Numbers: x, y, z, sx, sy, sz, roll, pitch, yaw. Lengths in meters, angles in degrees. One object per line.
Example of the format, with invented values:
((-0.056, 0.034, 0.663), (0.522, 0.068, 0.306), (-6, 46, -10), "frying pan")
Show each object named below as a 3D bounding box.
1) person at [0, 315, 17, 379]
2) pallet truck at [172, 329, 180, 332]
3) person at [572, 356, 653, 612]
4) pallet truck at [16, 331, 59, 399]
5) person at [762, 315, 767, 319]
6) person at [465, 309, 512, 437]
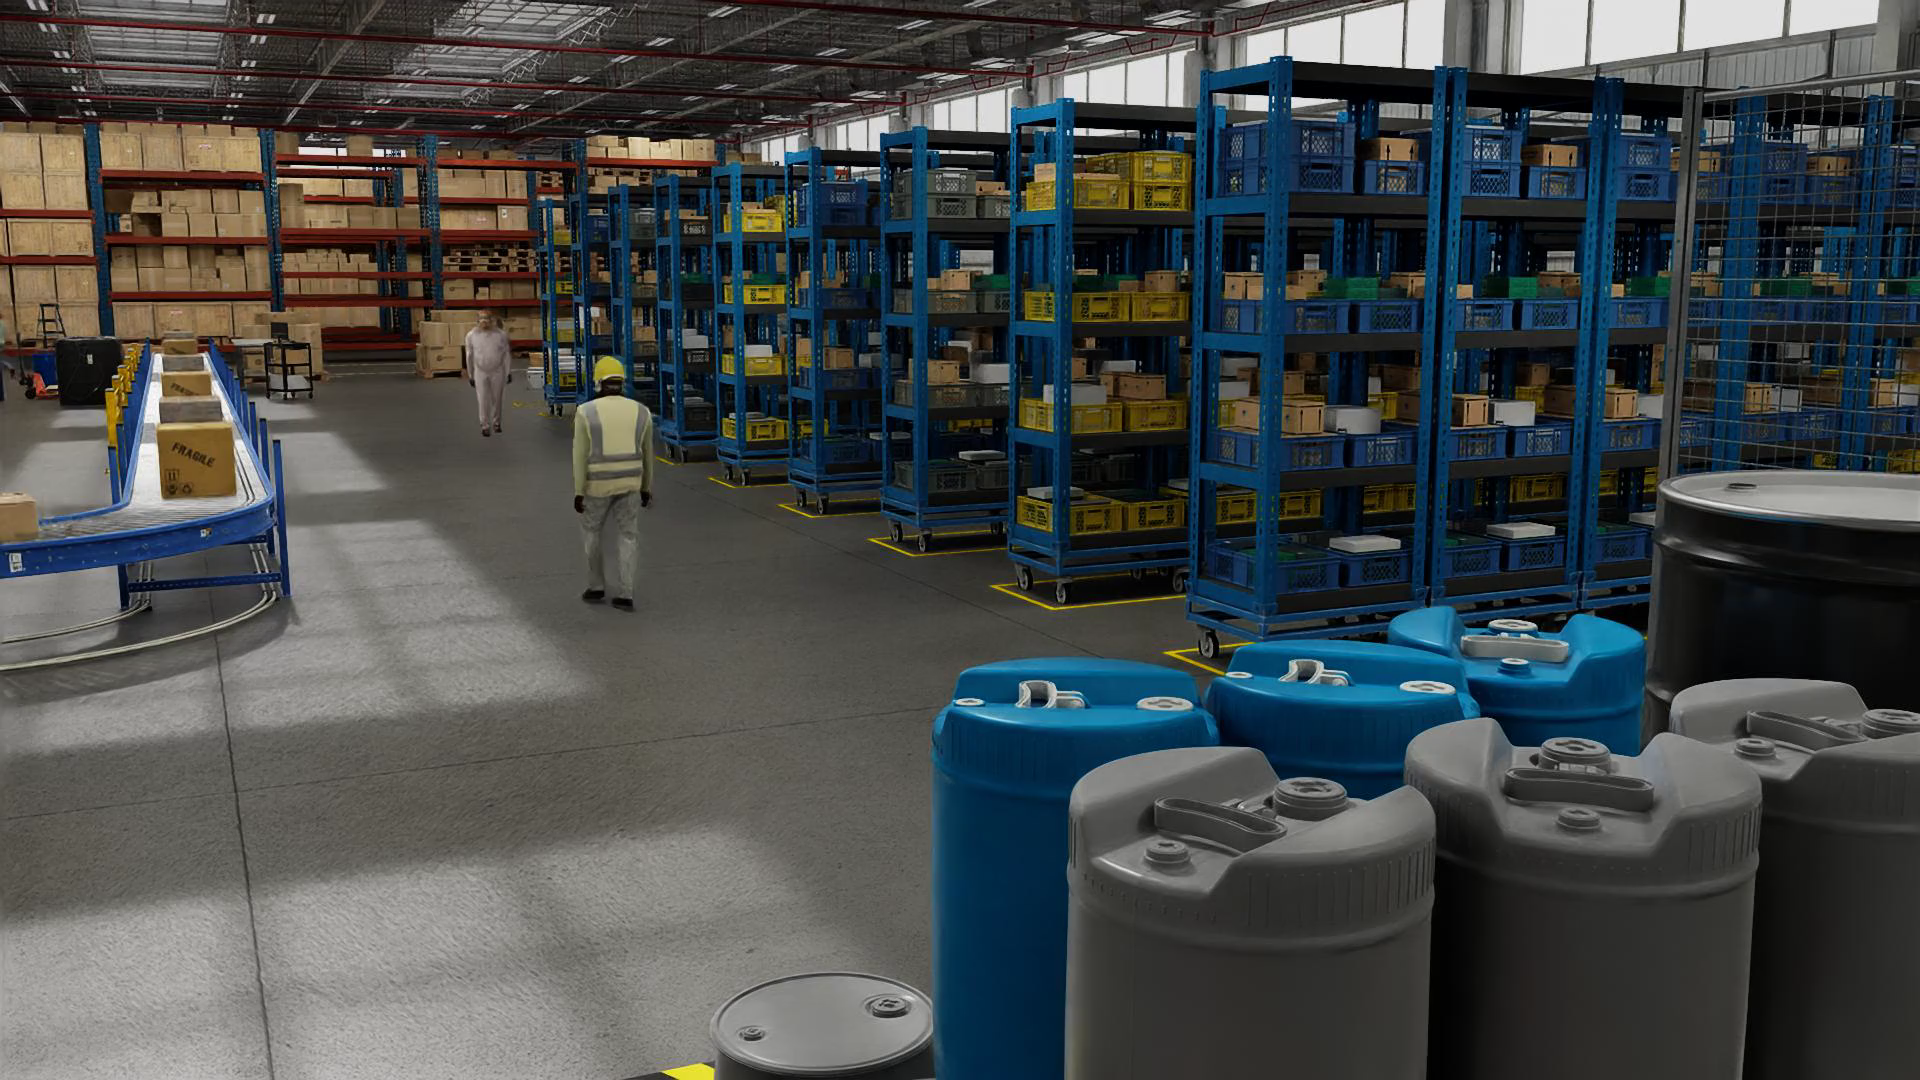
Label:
((-21.200, -4.305, 36.721), (0.605, 1.616, 0.503), (-1, 9, -3), "person")
((-17.275, -3.851, 35.096), (1.601, 1.201, 0.680), (0, 9, 1), "pallet truck")
((-2.517, -0.407, 11.908), (0.628, 1.810, 0.660), (-6, 11, -32), "person")
((-17.082, -3.353, 31.781), (1.630, 1.274, 0.653), (-4, 10, -25), "pallet truck")
((-4.135, -4.233, 35.083), (0.375, 1.997, 0.612), (3, 10, 20), "person")
((-6.977, -2.486, 24.641), (0.635, 1.870, 0.960), (-3, 10, -19), "person")
